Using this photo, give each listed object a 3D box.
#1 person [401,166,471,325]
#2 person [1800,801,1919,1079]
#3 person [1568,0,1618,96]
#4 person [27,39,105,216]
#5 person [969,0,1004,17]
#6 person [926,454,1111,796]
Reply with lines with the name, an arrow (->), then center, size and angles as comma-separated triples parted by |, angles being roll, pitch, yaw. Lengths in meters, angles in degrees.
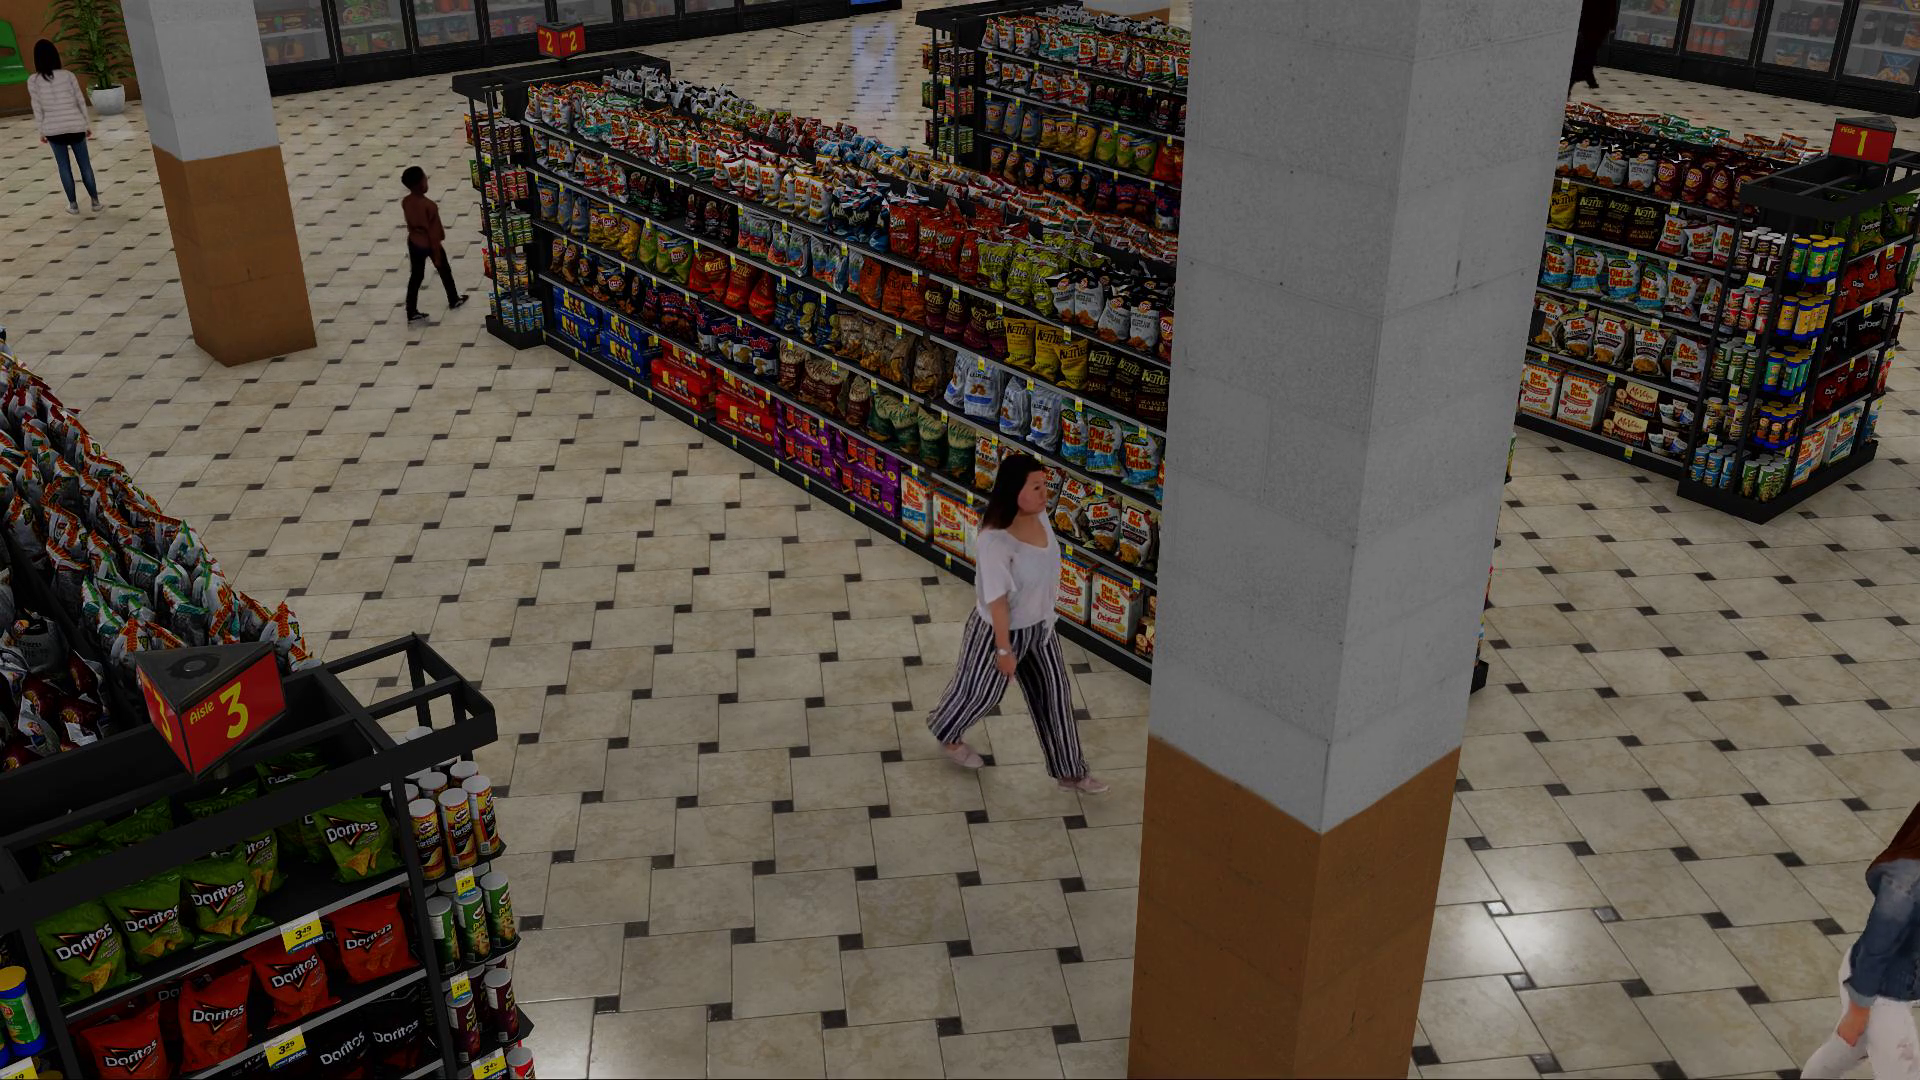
person -> -4.269, -2.296, 13.118 | 0.908, 1.222, 0.819 | 13, 30, 24
person -> 2.878, 1.389, 5.341 | 0.653, 1.684, 0.766 | -23, 35, -38
person -> 7.732, -6.308, 20.487 | 0.801, 1.712, 1.064 | -17, 32, -30
person -> -8.585, -3.958, 15.935 | 0.649, 1.638, 0.594 | -15, 31, -27
person -> 0.325, -6.313, 20.524 | 0.644, 1.688, 0.744 | 9, 28, 16
person -> 0.157, 0.381, 7.386 | 1.233, 1.631, 0.909 | 16, 31, 29
